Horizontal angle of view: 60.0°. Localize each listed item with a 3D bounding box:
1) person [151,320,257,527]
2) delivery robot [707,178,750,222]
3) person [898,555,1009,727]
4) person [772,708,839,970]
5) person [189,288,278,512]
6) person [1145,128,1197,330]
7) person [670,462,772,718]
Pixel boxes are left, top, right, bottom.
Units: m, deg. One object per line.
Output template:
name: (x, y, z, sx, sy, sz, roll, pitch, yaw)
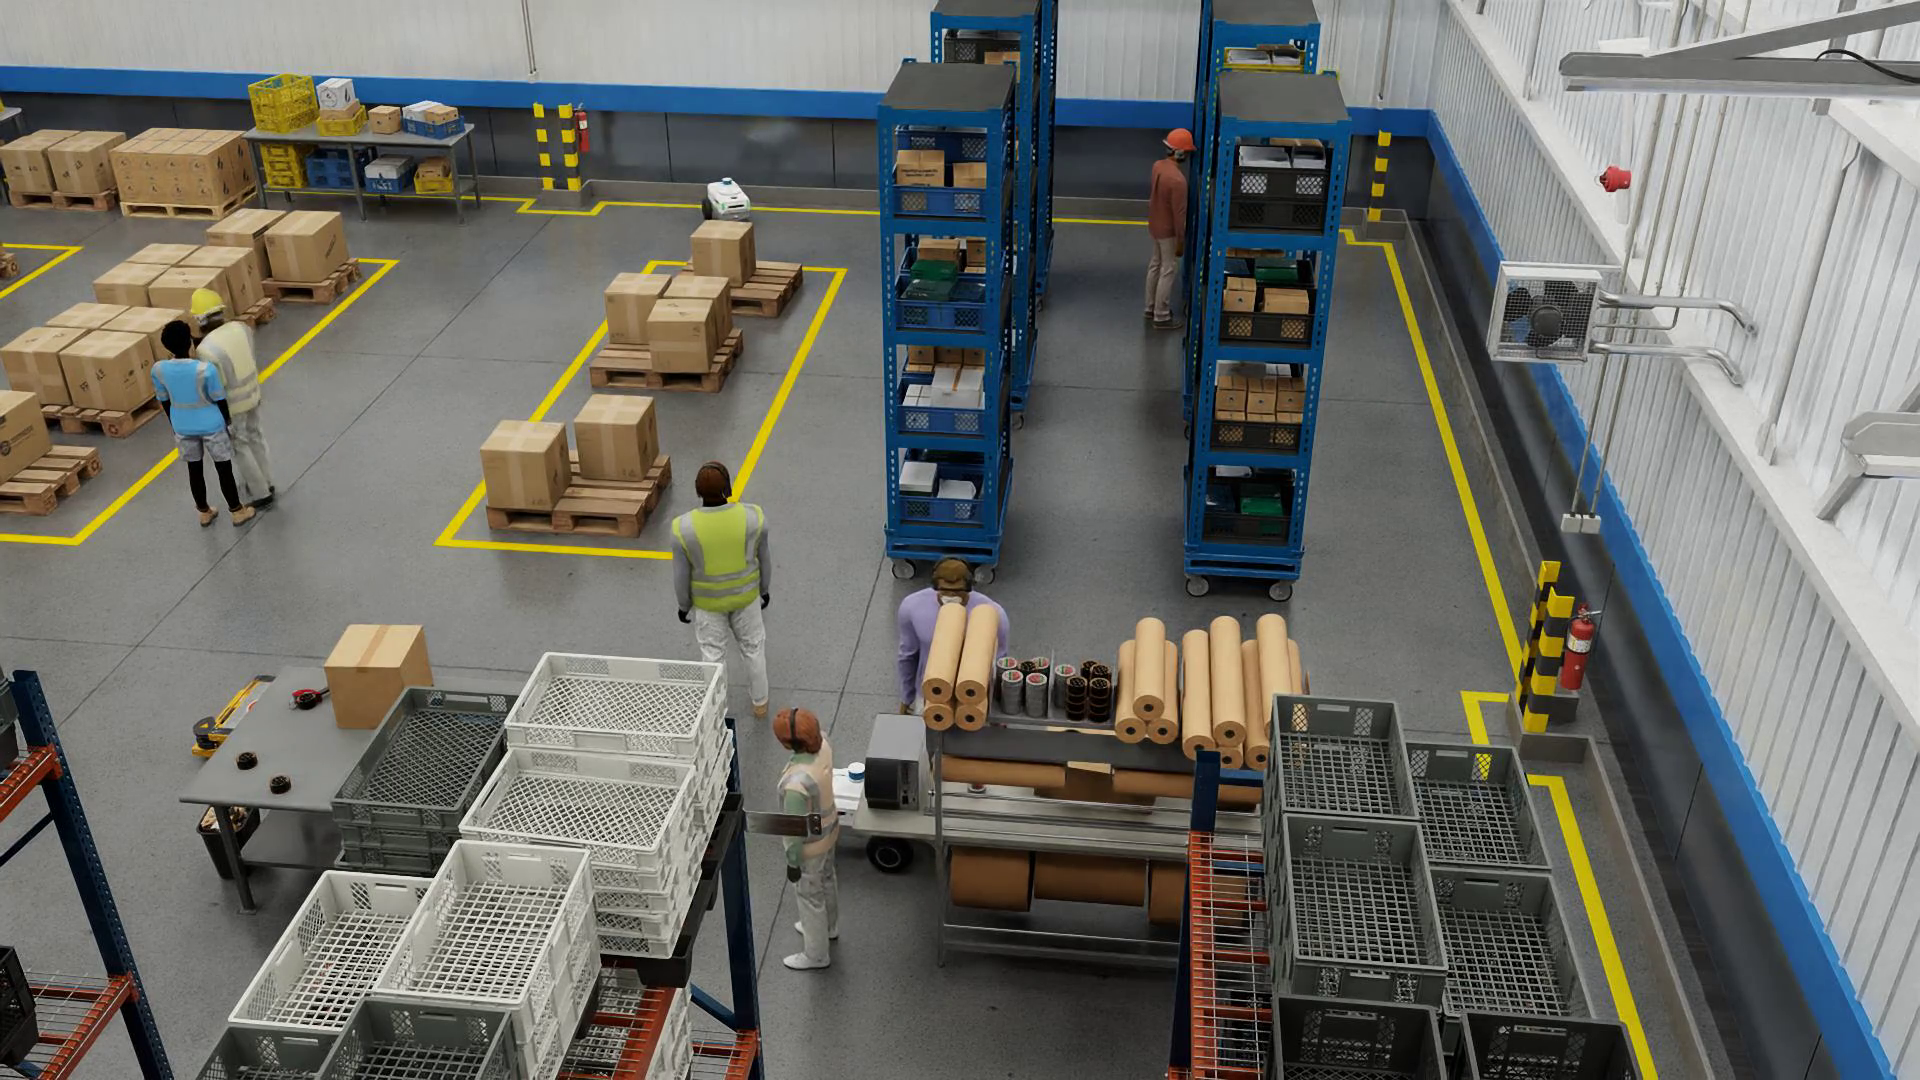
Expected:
person: (-5.819, -0.881, 12.748, 0.535, 1.700, 0.318, 1, 30, 2)
delivery robot: (-2.637, -3.878, 18.937, 0.477, 0.478, 0.707, -11, 32, -18)
person: (-0.039, 0.896, 9.476, 0.632, 1.932, 0.372, 6, 31, 10)
person: (-0.790, 1.549, 8.642, 0.329, 1.631, 0.517, 7, 31, 12)
person: (-5.680, -1.099, 13.004, 0.404, 1.835, 0.600, 6, 31, 10)
person: (2.037, -3.009, 16.133, 0.411, 1.980, 0.622, -10, 32, -16)
person: (-1.491, 0.348, 10.502, 0.622, 1.840, 0.430, -9, 31, -15)
